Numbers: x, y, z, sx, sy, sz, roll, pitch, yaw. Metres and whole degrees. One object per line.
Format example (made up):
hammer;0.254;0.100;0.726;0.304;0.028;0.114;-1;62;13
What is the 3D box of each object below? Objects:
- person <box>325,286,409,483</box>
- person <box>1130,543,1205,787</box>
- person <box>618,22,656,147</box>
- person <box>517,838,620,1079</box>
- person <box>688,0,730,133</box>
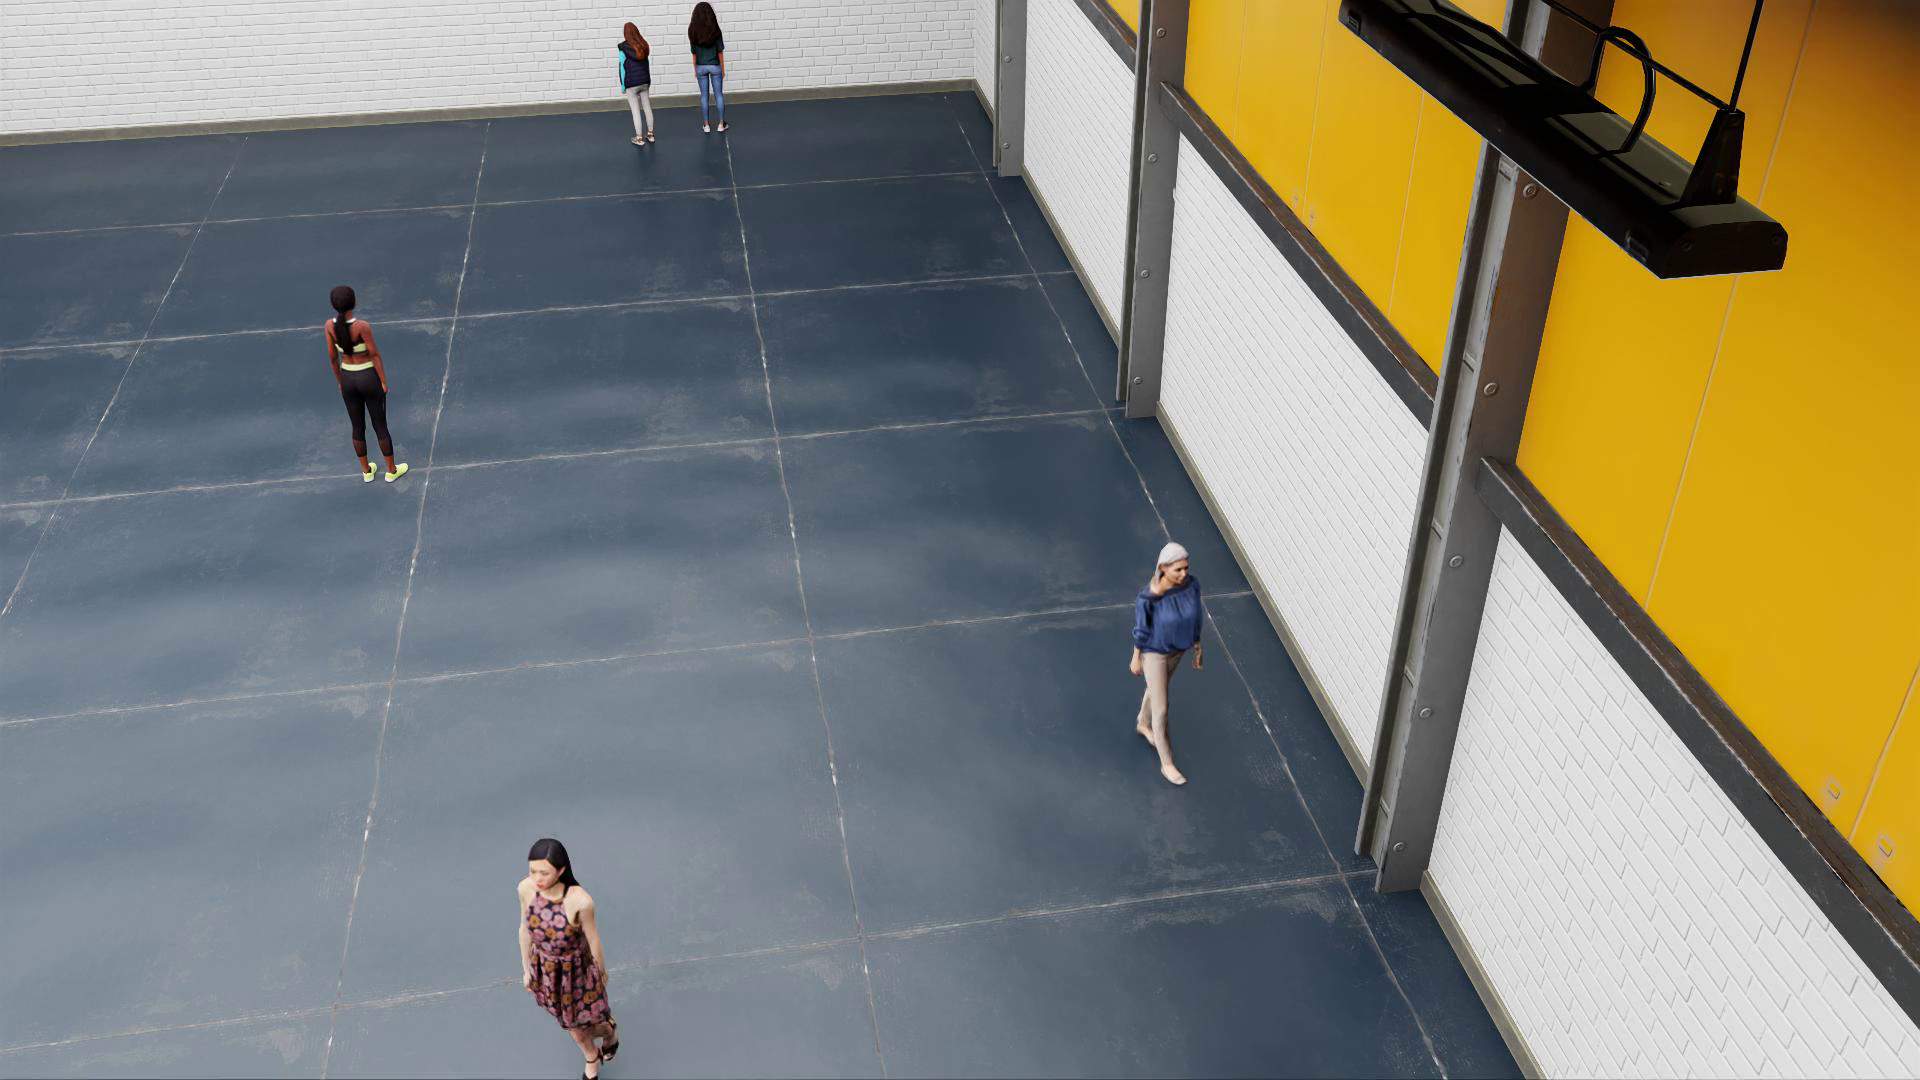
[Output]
person;-4.966;-1.285;13.780;0.607;1.753;0.577;2;34;2
person;1.281;0.698;10.867;0.829;1.675;1.022;-18;38;-25
person;-3.998;-5.655;20.583;0.672;1.500;0.707;-24;41;-32
person;-1.990;2.161;8.587;0.795;1.762;0.863;10;35;15
person;-3.161;-5.948;20.918;0.633;1.616;0.637;0;34;-1
